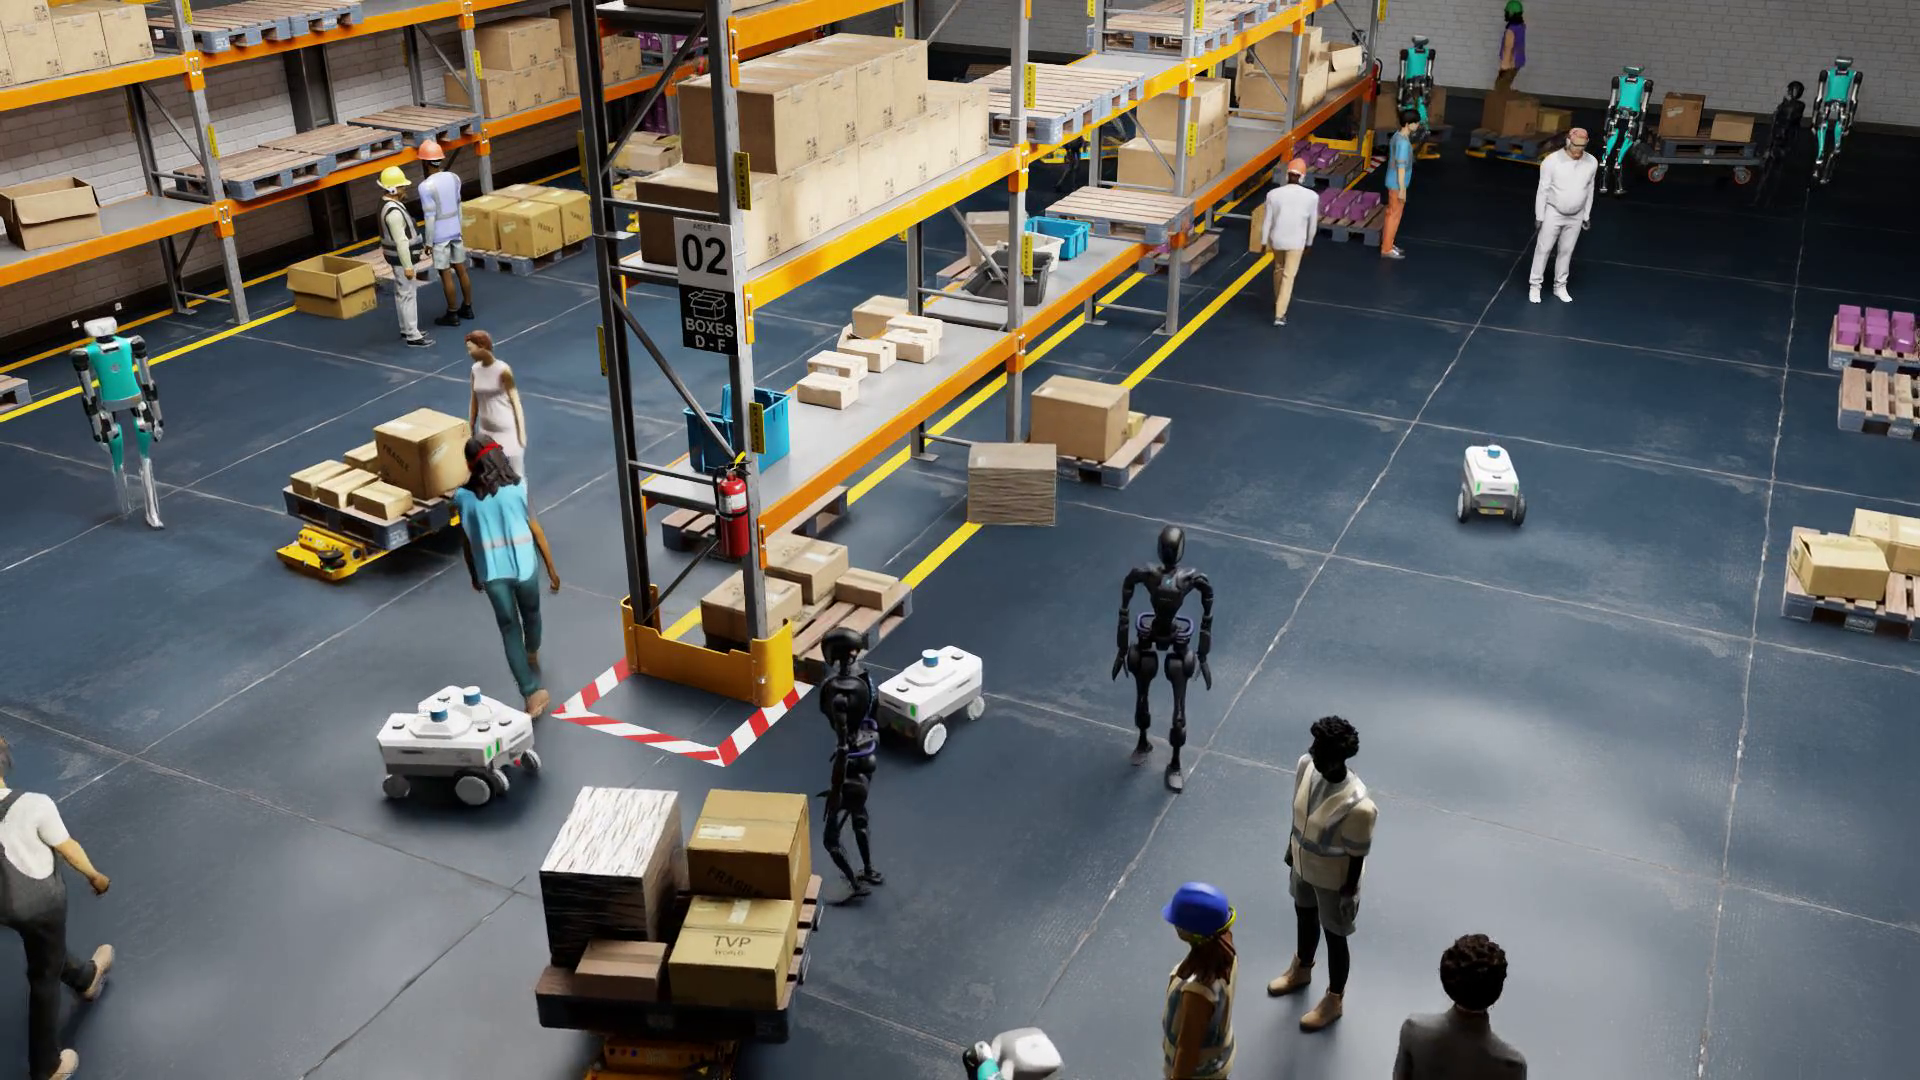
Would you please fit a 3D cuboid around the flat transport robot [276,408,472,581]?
[{"bbox_3d":[-4.527,-0.105,12.989,0.659,0.231,1.431,16,31,29],"label":"flat transport robot"}]

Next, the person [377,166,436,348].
[{"bbox_3d":[-5.609,-2.855,16.783,0.404,1.830,0.601,-13,29,-24],"label":"person"}]

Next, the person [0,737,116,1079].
[{"bbox_3d":[-4.300,1.635,7.757,0.511,1.795,0.942,2,26,5],"label":"person"}]

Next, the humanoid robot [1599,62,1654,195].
[{"bbox_3d":[8.633,-5.353,21.786,0.533,1.677,0.735,19,32,33],"label":"humanoid robot"}]

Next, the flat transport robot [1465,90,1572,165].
[{"bbox_3d":[8.156,-5.627,24.145,1.431,0.231,0.659,21,33,36],"label":"flat transport robot"}]

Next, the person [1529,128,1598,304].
[{"bbox_3d":[6.547,-3.513,18.036,0.639,1.903,0.410,-2,26,-5],"label":"person"}]

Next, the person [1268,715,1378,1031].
[{"bbox_3d":[1.747,1.577,7.991,0.319,1.691,0.531,-13,29,-24],"label":"person"}]

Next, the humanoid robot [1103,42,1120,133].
[{"bbox_3d":[2.271,-7.094,25.524,0.408,1.651,0.609,5,27,10],"label":"humanoid robot"}]

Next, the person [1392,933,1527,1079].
[{"bbox_3d":[1.818,2.348,6.232,0.532,1.873,0.543,17,31,31],"label":"person"}]

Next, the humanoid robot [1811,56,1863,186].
[{"bbox_3d":[11.755,-5.577,22.422,0.543,1.750,1.030,11,28,20],"label":"humanoid robot"}]

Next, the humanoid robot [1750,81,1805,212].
[{"bbox_3d":[10.585,-5.085,21.450,0.608,1.655,0.306,-13,29,-24],"label":"humanoid robot"}]

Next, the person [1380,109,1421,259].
[{"bbox_3d":[5.173,-4.184,19.553,0.341,1.758,0.507,3,26,6],"label":"person"}]

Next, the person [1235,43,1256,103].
[{"bbox_3d":[4.252,-6.458,24.038,0.550,1.859,0.446,8,28,16],"label":"person"}]

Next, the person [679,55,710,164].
[{"bbox_3d":[-3.511,-5.591,22.343,0.802,1.803,0.601,-22,34,-37],"label":"person"}]

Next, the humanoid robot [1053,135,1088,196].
[{"bbox_3d":[1.478,-5.373,22.052,0.388,1.647,0.609,-12,29,-23],"label":"humanoid robot"}]

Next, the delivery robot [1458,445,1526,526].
[{"bbox_3d":[4.266,-0.453,13.387,0.499,0.608,0.797,4,27,7],"label":"delivery robot"}]

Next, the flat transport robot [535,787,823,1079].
[{"bbox_3d":[-1.360,2.232,8.269,0.659,0.231,1.431,2,26,5],"label":"flat transport robot"}]

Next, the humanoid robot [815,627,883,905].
[{"bbox_3d":[-0.591,1.177,8.813,0.328,1.652,0.587,1,26,1],"label":"humanoid robot"}]

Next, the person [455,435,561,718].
[{"bbox_3d":[-2.882,0.177,10.689,0.573,1.805,0.997,-7,27,-14],"label":"person"}]

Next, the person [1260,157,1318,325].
[{"bbox_3d":[3.443,-3.157,17.540,0.557,1.701,0.883,12,29,23],"label":"person"}]

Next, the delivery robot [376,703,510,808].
[{"bbox_3d":[-3.079,1.248,9.926,0.769,0.587,0.499,1,26,3],"label":"delivery robot"}]

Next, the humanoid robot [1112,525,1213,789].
[{"bbox_3d":[1.212,0.668,9.853,0.601,1.653,0.505,4,27,9],"label":"humanoid robot"}]

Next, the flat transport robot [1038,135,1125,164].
[{"bbox_3d":[1.802,-5.697,24.286,1.431,0.231,0.659,-7,27,-14],"label":"flat transport robot"}]

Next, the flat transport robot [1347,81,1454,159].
[{"bbox_3d":[6.489,-5.878,24.652,0.659,0.231,1.431,-6,27,-12],"label":"flat transport robot"}]

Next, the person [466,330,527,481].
[{"bbox_3d":[-3.575,-0.851,12.955,0.619,1.636,0.446,10,28,20],"label":"person"}]

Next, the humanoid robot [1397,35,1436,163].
[{"bbox_3d":[6.551,-6.228,23.737,0.540,1.811,0.769,-5,27,-10],"label":"humanoid robot"}]

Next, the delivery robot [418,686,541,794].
[{"bbox_3d":[-2.949,1.168,10.107,0.794,0.603,0.499,15,30,28],"label":"delivery robot"}]

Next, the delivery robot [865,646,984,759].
[{"bbox_3d":[-0.192,0.975,10.482,0.499,0.590,0.789,21,33,36],"label":"delivery robot"}]

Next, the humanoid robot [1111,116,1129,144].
[{"bbox_3d":[2.448,-6.674,24.573,0.708,1.750,0.538,-3,27,-6],"label":"humanoid robot"}]

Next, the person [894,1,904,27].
[{"bbox_3d":[-1.008,-9.496,30.217,0.369,1.827,0.510,16,30,29],"label":"person"}]

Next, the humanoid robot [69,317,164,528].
[{"bbox_3d":[-6.568,-0.889,13.032,0.542,1.894,0.709,-19,32,-34],"label":"humanoid robot"}]

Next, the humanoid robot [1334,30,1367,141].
[{"bbox_3d":[5.873,-6.865,25.073,0.353,1.634,0.615,1,26,3],"label":"humanoid robot"}]

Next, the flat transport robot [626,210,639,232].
[{"bbox_3d":[-3.748,-4.192,21.246,0.659,0.231,1.431,3,26,6],"label":"flat transport robot"}]

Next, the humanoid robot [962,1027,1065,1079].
[{"bbox_3d":[0.383,2.465,6.196,0.771,1.823,0.574,-16,30,-29],"label":"humanoid robot"}]

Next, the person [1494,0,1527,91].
[{"bbox_3d":[8.559,-7.417,25.912,0.471,1.915,0.538,13,29,25],"label":"person"}]

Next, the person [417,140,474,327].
[{"bbox_3d":[-5.398,-3.192,17.345,0.358,1.939,0.542,12,29,23],"label":"person"}]

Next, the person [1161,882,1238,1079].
[{"bbox_3d":[0.951,2.125,6.791,0.336,1.771,0.467,9,28,18],"label":"person"}]
